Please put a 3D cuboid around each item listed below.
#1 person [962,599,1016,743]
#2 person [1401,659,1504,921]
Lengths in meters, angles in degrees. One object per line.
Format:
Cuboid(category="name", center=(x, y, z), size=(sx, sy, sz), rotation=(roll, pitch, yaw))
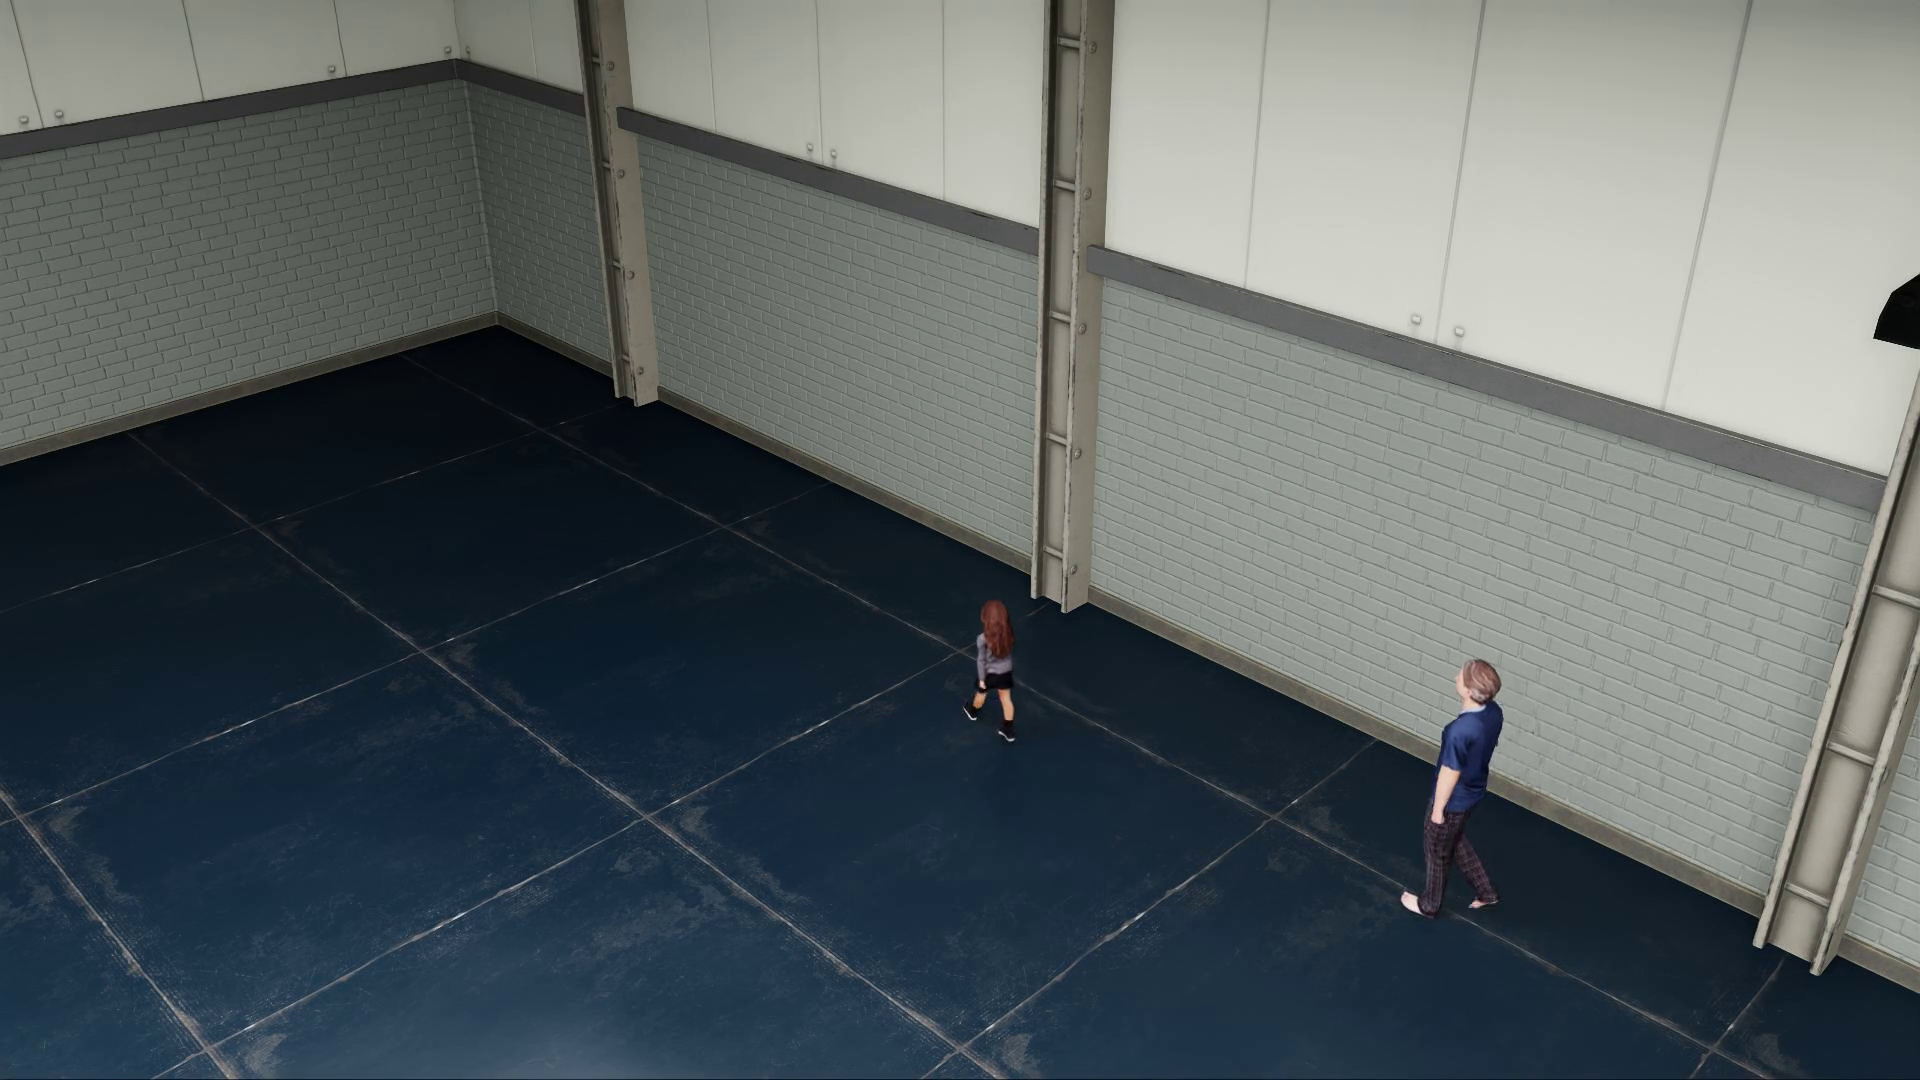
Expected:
Cuboid(category="person", center=(0.286, 0.942, 11.834), size=(0.586, 1.082, 0.788), rotation=(-16, 32, -28))
Cuboid(category="person", center=(3.035, 1.542, 9.879), size=(0.777, 1.862, 0.660), rotation=(25, 37, 38))
